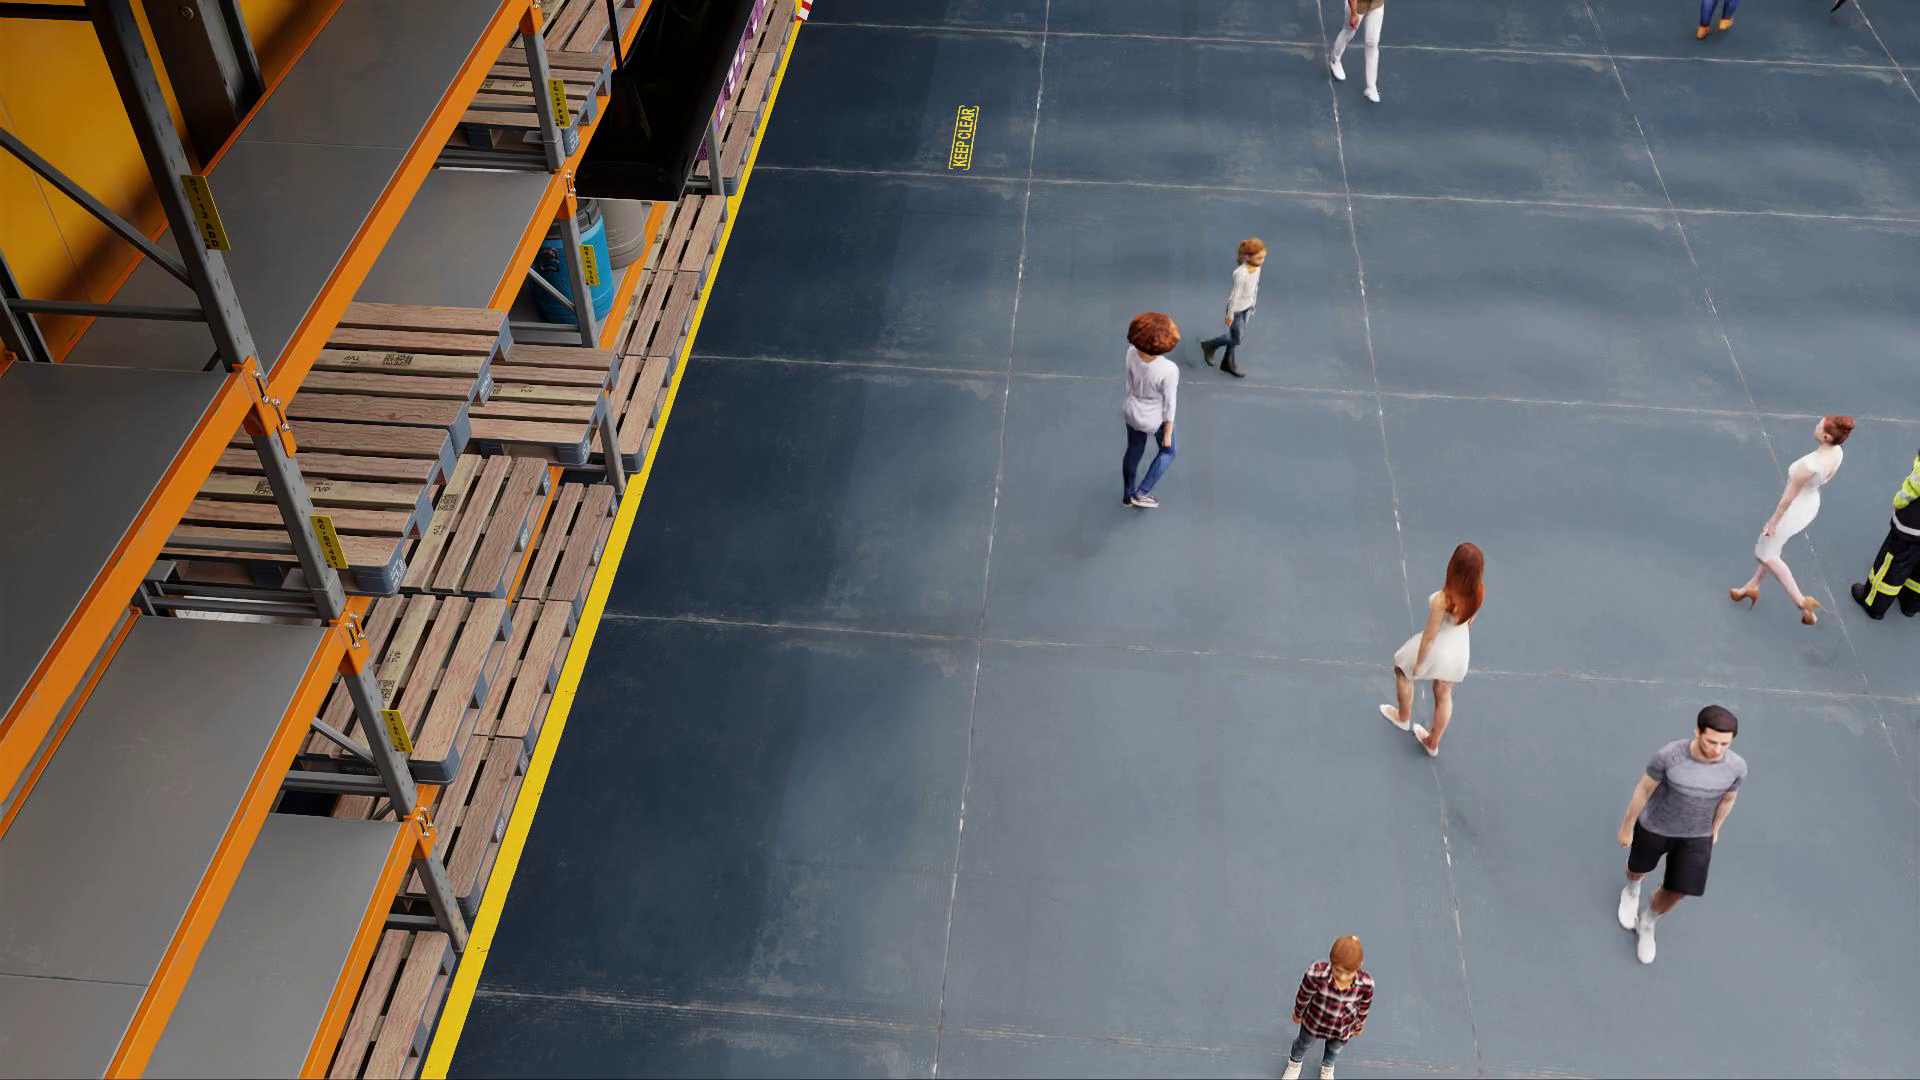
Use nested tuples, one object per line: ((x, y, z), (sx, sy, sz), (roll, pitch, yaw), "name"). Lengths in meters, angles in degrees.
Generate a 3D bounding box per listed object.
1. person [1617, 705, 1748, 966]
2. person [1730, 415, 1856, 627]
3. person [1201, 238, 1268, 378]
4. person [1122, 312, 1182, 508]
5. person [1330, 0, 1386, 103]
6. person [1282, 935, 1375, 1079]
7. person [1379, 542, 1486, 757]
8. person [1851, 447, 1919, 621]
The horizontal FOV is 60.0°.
((3.999, 1.514, 9.311), (0.771, 1.856, 0.824), (12, 45, 12), "person")
((5.610, -0.094, 11.055), (0.873, 1.779, 0.965), (-25, 49, -24), "person")
((2.177, -1.878, 13.274), (0.707, 1.301, 0.683), (29, 51, 27), "person")
((1.291, -0.866, 11.918), (0.810, 1.706, 0.763), (-33, 53, -30), "person")
((3.991, -5.357, 16.575), (0.986, 1.784, 1.245), (-10, 44, -10), "person")
((1.936, 2.479, 8.697), (0.547, 1.305, 0.521), (7, 44, 8), "person")
((3.014, 0.737, 10.241), (0.733, 1.698, 0.816), (-15, 46, -15), "person")
((6.534, -0.270, 11.094), (0.801, 1.980, 0.681), (-2, 44, -2), "person")
